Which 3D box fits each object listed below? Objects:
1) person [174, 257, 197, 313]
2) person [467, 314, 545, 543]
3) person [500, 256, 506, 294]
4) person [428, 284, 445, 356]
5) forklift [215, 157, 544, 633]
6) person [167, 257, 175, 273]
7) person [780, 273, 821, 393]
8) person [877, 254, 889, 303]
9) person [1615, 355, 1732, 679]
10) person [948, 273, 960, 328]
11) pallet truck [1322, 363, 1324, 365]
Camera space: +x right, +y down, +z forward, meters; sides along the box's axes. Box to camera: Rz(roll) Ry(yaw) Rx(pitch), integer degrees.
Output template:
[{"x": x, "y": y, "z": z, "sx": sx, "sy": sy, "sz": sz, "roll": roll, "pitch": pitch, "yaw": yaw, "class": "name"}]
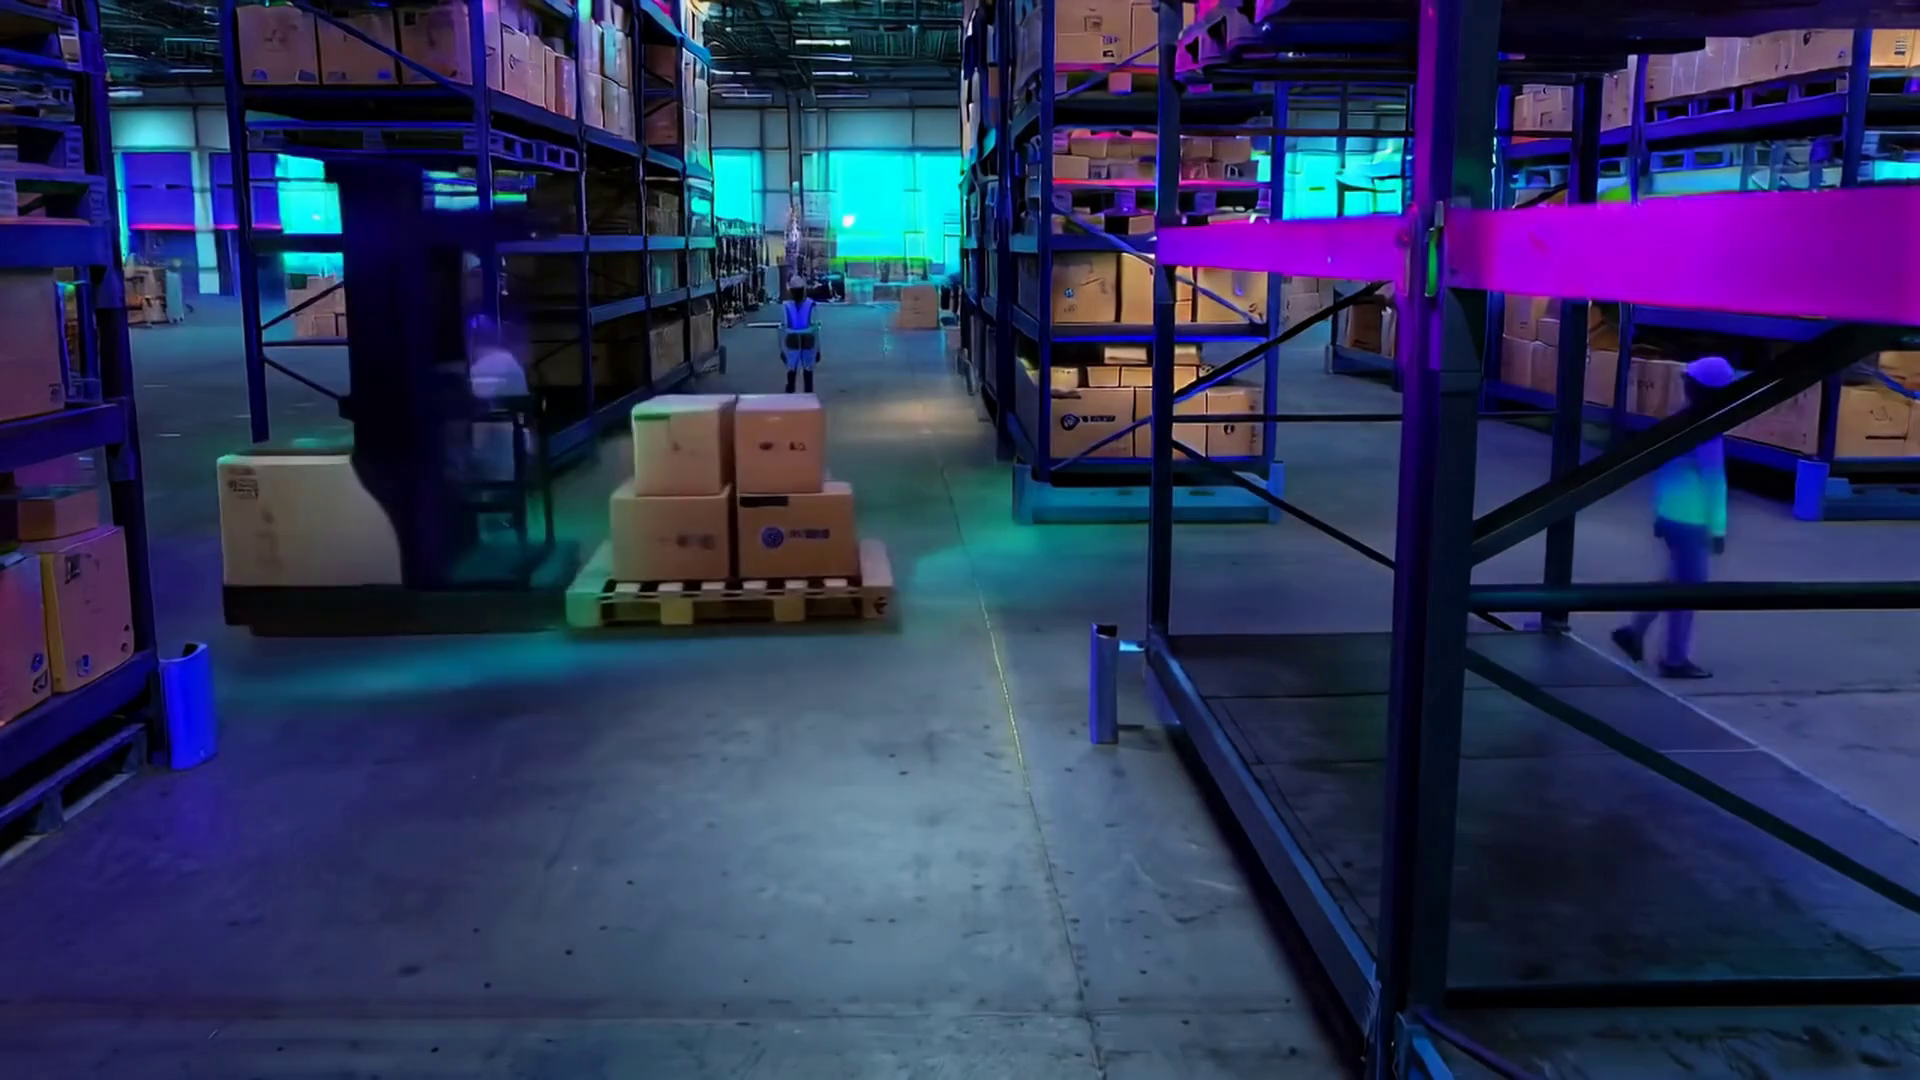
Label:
[{"x": -24.971, "y": -8.156, "z": 53.428, "sx": 0.649, "sy": 1.854, "sz": 0.517, "roll": -4, "pitch": 11, "yaw": -19, "class": "person"}, {"x": -3.077, "y": -0.599, "z": 11.283, "sx": 0.927, "sy": 1.869, "sz": 0.648, "roll": 1, "pitch": 10, "yaw": 5, "class": "person"}, {"x": -16.341, "y": -9.161, "z": 59.087, "sx": 0.573, "sy": 1.828, "sz": 0.644, "roll": 4, "pitch": 11, "yaw": 21, "class": "person"}, {"x": -8.303, "y": -3.156, "z": 25.993, "sx": 0.535, "sy": 1.699, "sz": 0.322, "roll": -5, "pitch": 11, "yaw": -26, "class": "person"}, {"x": -3.502, "y": -0.915, "z": 10.220, "sx": 1.873, "sy": 2.768, "sz": 1.129, "roll": -1, "pitch": 10, "yaw": -5, "class": "forklift"}, {"x": -33.097, "y": -11.023, "z": 69.856, "sx": 0.384, "sy": 1.681, "sz": 0.550, "roll": -1, "pitch": 10, "yaw": -8, "class": "person"}, {"x": -2.103, "y": -2.551, "z": 21.966, "sx": 0.547, "sy": 1.934, "sz": 0.376, "roll": 0, "pitch": 10, "yaw": -2, "class": "person"}, {"x": -2.969, "y": -9.985, "z": 63.526, "sx": 0.362, "sy": 1.883, "sz": 0.576, "roll": -10, "pitch": 14, "yaw": -44, "class": "person"}, {"x": 3.872, "y": -0.109, "z": 8.881, "sx": 0.442, "sy": 1.747, "sz": 0.522, "roll": 0, "pitch": 10, "yaw": 0, "class": "person"}, {"x": -0.090, "y": -4.688, "z": 34.528, "sx": 0.315, "sy": 1.698, "sz": 0.541, "roll": -1, "pitch": 10, "yaw": -4, "class": "person"}, {"x": 7.712, "y": -4.157, "z": 30.737, "sx": 1.885, "sy": 1.965, "sz": 0.823, "roll": 3, "pitch": 11, "yaw": 16, "class": "pallet truck"}]
